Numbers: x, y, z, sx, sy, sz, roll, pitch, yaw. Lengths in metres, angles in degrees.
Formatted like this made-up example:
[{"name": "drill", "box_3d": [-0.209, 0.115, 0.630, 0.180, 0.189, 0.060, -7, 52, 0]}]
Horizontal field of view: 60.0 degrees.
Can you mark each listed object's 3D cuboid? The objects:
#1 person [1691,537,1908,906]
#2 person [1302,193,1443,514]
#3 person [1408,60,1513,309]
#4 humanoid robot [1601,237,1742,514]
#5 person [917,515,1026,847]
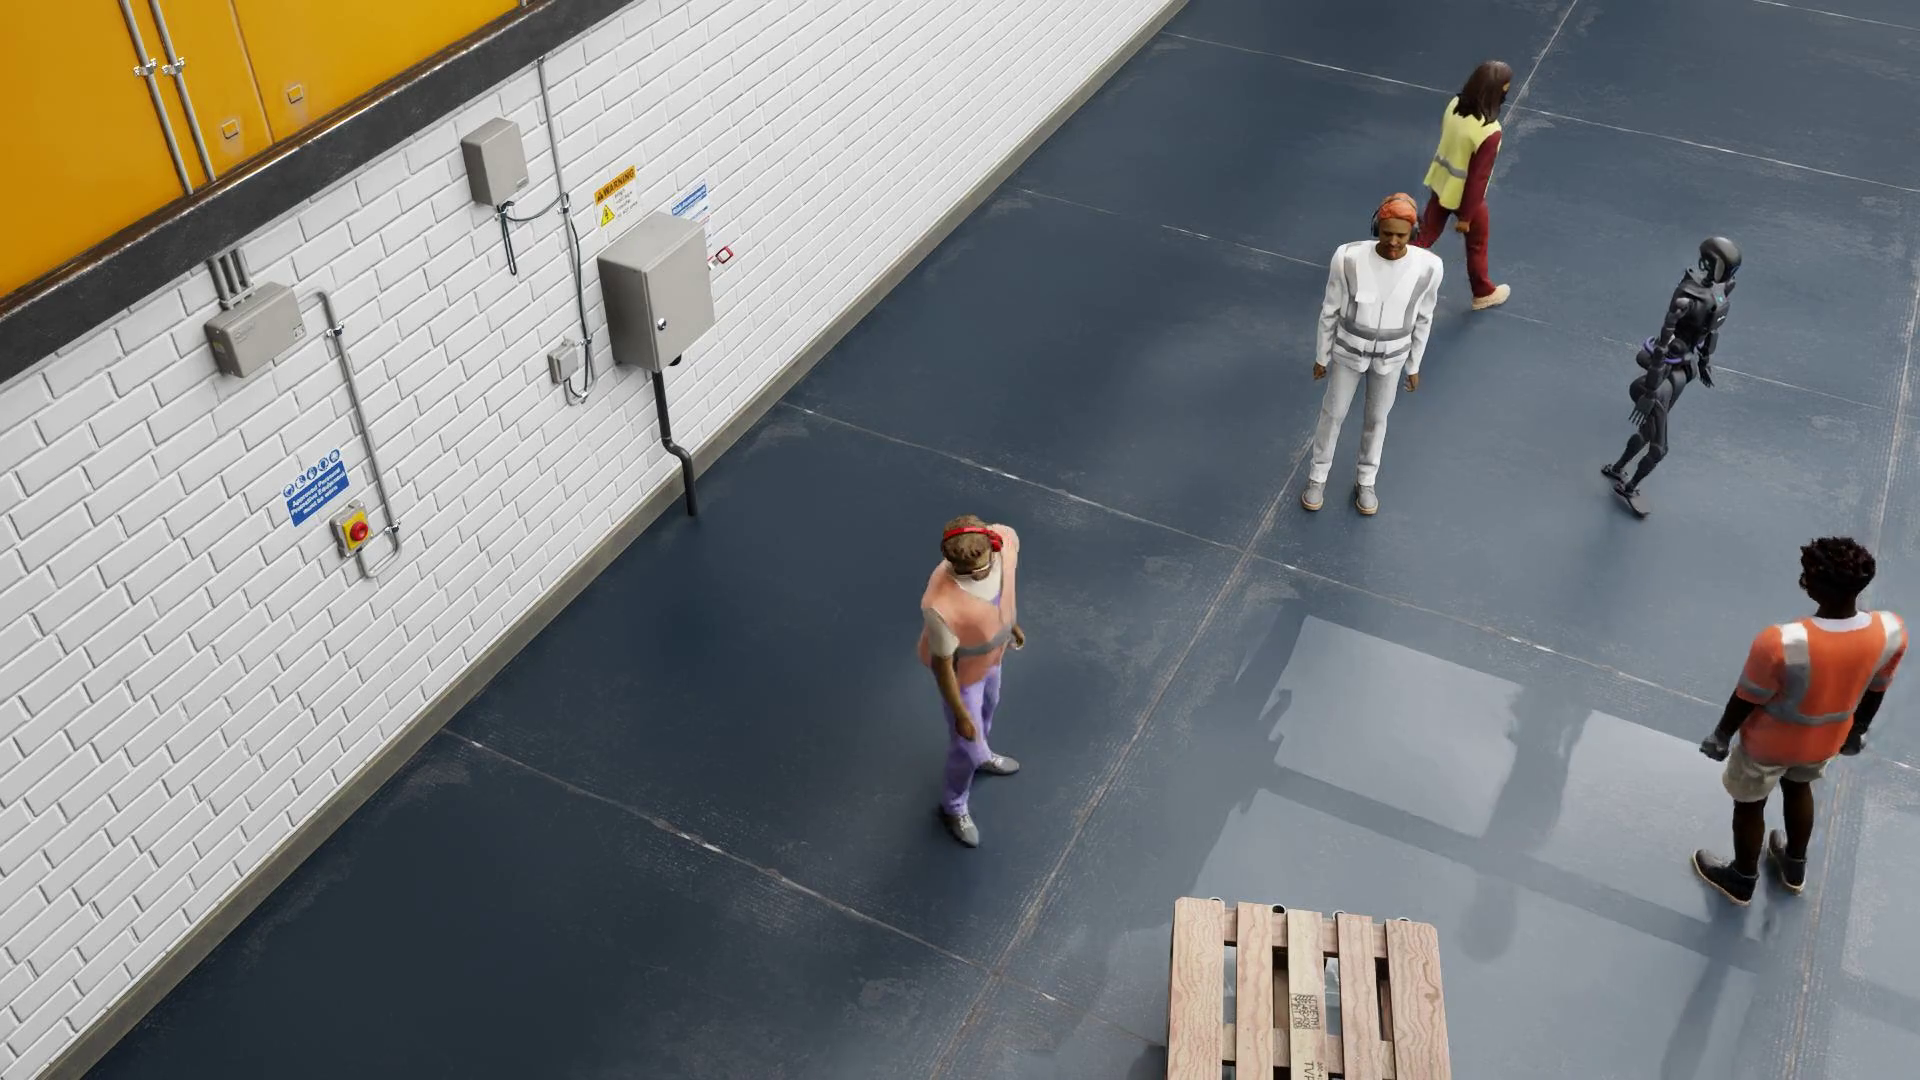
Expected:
[{"name": "person", "box_3d": [3.351, 0.751, 6.698, 0.690, 1.933, 0.371, -7, 41, -8]}, {"name": "person", "box_3d": [2.140, -0.951, 8.707, 0.573, 1.882, 0.357, 5, 41, 6]}, {"name": "person", "box_3d": [3.083, -2.129, 10.194, 0.932, 1.723, 0.471, -16, 43, -18]}, {"name": "humanoid robot", "box_3d": [3.774, -0.899, 8.808, 0.588, 1.643, 0.423, -28, 48, -29]}, {"name": "person", "box_3d": [0.033, 0.519, 7.058, 0.398, 1.809, 0.631, 20, 45, 22]}]
